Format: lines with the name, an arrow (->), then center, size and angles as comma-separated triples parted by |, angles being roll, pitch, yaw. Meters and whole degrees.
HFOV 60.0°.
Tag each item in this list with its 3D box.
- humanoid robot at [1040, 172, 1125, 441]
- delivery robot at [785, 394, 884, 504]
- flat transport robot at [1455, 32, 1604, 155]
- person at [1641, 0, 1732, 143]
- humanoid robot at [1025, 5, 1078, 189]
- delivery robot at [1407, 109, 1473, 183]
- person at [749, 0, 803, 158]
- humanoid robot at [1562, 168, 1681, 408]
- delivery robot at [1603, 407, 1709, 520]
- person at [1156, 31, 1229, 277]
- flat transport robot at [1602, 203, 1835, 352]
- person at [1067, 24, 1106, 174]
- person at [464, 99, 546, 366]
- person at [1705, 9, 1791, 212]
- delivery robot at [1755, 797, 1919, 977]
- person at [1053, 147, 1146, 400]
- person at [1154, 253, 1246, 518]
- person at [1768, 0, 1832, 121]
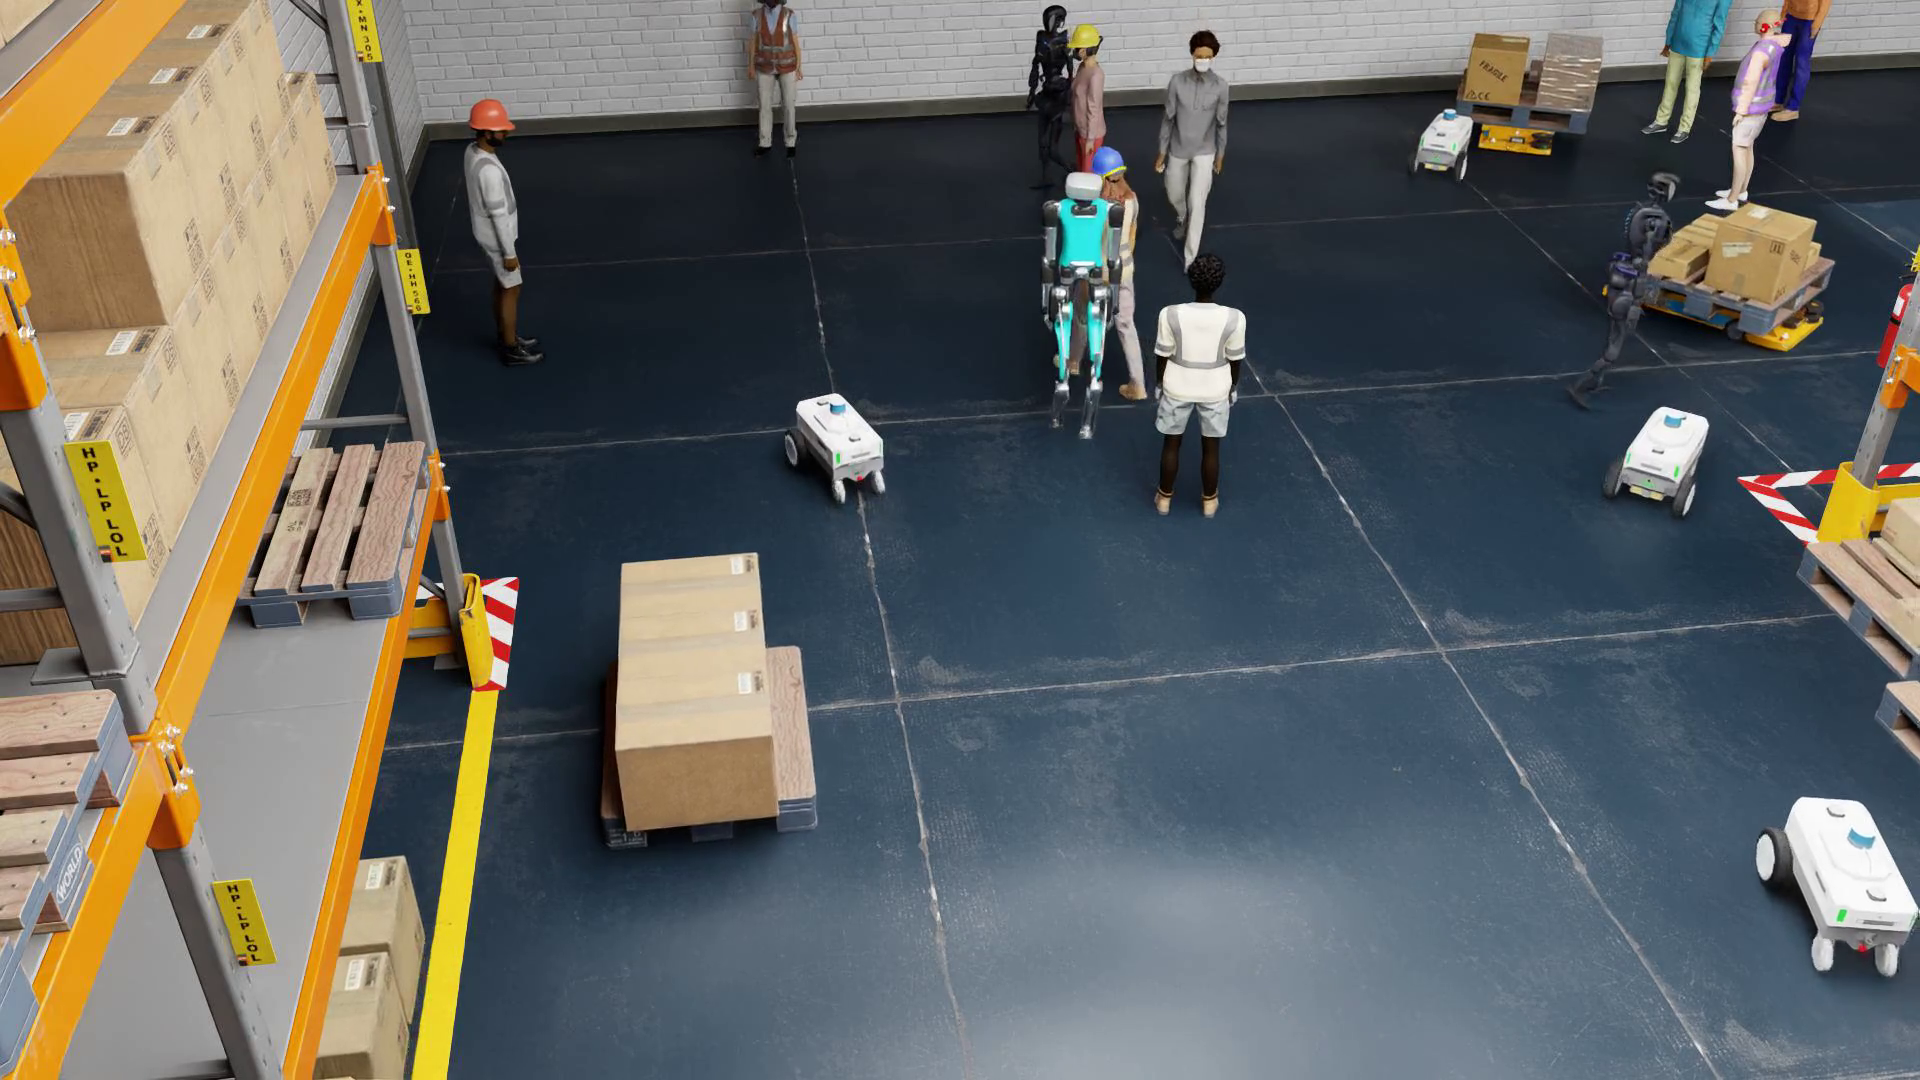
humanoid robot -> 0.778, -1.418, 10.677 | 0.532, 1.792, 0.659 | 0, 33, 0
delivery robot -> -0.771, -0.631, 10.550 | 0.499, 0.586, 0.773 | -15, 36, -22
flat transport robot -> 5.409, -4.054, 16.065 | 0.659, 0.231, 1.431 | 11, 35, 16
person -> 6.835, -4.629, 15.587 | 0.329, 1.751, 0.563 | -20, 38, -27
humanoid robot -> 0.842, -3.850, 14.457 | 0.420, 1.638, 0.602 | -20, 38, -28
delivery robot -> 4.401, -3.594, 15.115 | 0.499, 0.612, 0.815 | 15, 36, 22
person -> -1.721, -4.309, 15.169 | 0.566, 1.676, 0.311 | 1, 33, 1
humanoid robot -> 4.433, -1.709, 11.188 | 0.472, 1.648, 0.604 | 8, 34, 13
delivery robot -> 4.389, -0.511, 10.388 | 0.499, 0.609, 0.807 | 21, 38, 28
person -> 1.841, -3.109, 13.155 | 0.536, 1.868, 0.831 | 8, 34, 12
flat transport robot -> 5.720, -1.820, 12.642 | 1.431, 0.231, 0.659 | 28, 42, 36
person -> 1.017, -3.329, 13.594 | 0.333, 1.756, 0.515 | -6, 34, -9
person -> -3.189, -2.128, 11.606 | 0.385, 1.924, 0.547 | -15, 36, -22
person -> 6.729, -3.662, 14.168 | 0.357, 1.683, 0.486 | 22, 39, 30
delivery robot -> 3.891, 1.484, 7.322 | 0.499, 0.601, 0.805 | 3, 33, 5
person -> 1.015, -1.815, 11.300 | 0.470, 1.731, 0.897 | -17, 37, -24
person -> 1.410, -0.899, 9.930 | 0.535, 1.692, 0.319 | 4, 33, 6
person -> 8.140, -5.069, 16.071 | 0.404, 1.972, 0.515 | -11, 35, -17
